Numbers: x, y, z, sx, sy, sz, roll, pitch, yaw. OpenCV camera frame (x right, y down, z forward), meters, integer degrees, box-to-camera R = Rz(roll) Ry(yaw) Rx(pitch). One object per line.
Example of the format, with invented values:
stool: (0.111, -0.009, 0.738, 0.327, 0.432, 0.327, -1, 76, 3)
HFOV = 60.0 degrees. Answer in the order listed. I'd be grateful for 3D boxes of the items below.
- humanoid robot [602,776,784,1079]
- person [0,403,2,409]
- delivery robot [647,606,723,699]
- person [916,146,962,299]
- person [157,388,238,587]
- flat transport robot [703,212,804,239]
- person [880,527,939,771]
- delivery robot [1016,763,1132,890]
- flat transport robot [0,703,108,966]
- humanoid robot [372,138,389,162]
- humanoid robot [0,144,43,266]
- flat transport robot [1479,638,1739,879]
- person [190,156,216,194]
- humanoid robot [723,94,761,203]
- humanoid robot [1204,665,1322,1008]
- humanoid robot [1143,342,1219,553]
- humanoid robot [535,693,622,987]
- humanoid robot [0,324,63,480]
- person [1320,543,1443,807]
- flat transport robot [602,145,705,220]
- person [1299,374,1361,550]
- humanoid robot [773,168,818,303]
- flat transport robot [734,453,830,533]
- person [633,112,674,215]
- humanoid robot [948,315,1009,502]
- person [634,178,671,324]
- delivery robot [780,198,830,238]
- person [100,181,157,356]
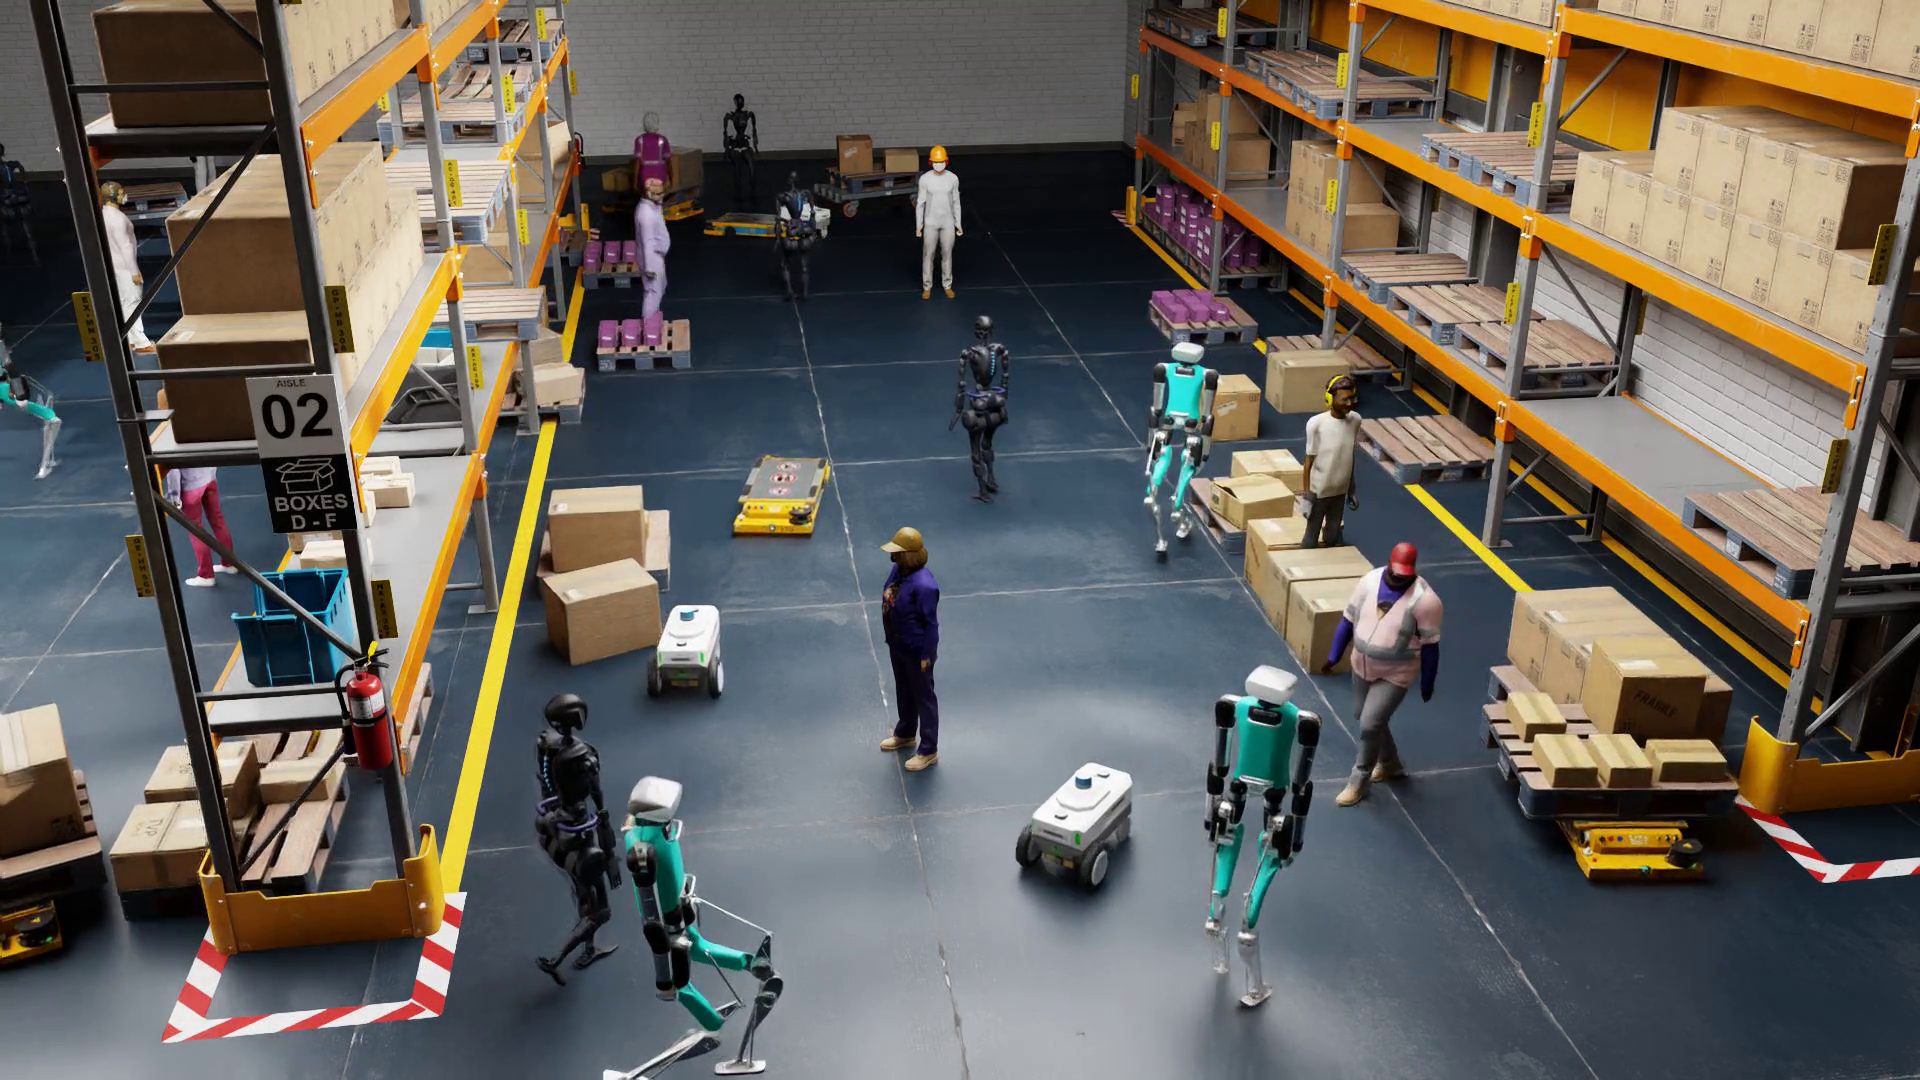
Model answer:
humanoid robot: (-1.193, 1.858, 7.615, 0.997, 1.748, 0.560, 0, 24, -1)
person: (-10.042, -2.230, 16.669, 0.495, 1.949, 0.425, -15, 28, -31)
delivery robot: (-1.891, 0.746, 11.604, 0.499, 0.579, 0.767, 0, 24, 0)
person: (-0.260, -3.929, 20.608, 0.581, 1.894, 0.372, -4, 24, -9)
person: (-5.961, -0.419, 12.946, 0.283, 1.628, 0.503, 7, 25, 15)
flat transport robot: (-2.912, -4.522, 23.981, 1.431, 0.231, 0.659, 6, 24, 13)
person: (-0.325, 0.671, 10.458, 0.339, 1.623, 0.466, -14, 27, -29)
delivery robot: (0.706, 1.600, 9.637, 0.499, 0.563, 0.738, 14, 27, 29)
flat transport robot: (-5.436, 1.937, 9.265, 0.659, 0.231, 1.431, -14, 27, -28)
humanoid robot: (-7.619, -4.548, 22.294, 0.405, 1.647, 0.596, 20, 31, 38)
humanoid robot: (-12.648, -4.479, 22.157, 0.718, 1.631, 0.583, 17, 29, 33)
flat transport robot: (3.904, 1.575, 10.090, 0.659, 0.231, 1.431, 0, 24, 0)
person: (-11.522, -5.931, 25.252, 0.430, 1.831, 0.634, 2, 24, 6)
humanoid robot: (-3.370, -6.041, 25.675, 0.610, 1.649, 0.369, -13, 27, -27)
humanoid robot: (1.421, 1.560, 8.306, 0.537, 1.792, 0.746, 10, 26, 22)
humanoid robot: (1.734, -0.681, 13.383, 0.554, 1.729, 1.003, 8, 25, 17)
humanoid robot: (-2.021, 1.524, 8.466, 0.599, 1.644, 0.491, 21, 31, 39)
humanoid robot: (-8.436, -1.397, 15.051, 0.580, 1.781, 0.847, 15, 28, 30)
person: (2.565, 0.782, 10.079, 0.585, 1.719, 0.609, -16, 28, -32)
flat transport robot: (-4.653, -5.055, 25.194, 1.431, 0.231, 0.659, 13, 27, 27)
person: (2.776, -0.345, 12.472, 0.515, 1.873, 0.327, -12, 26, -25)
humanoid robot: (-2.024, -3.750, 20.473, 0.590, 1.643, 0.458, -14, 28, -30)
flat transport robot: (-1.546, -0.413, 14.620, 0.659, 0.231, 1.431, 1, 24, 2)
person: (-4.318, -5.095, 23.397, 0.561, 1.791, 0.992, 1, 24, 3)
humanoid robot: (0.179, -1.155, 14.556, 0.595, 1.657, 0.335, -16, 28, -33)
person: (-3.501, -3.192, 18.944, 0.431, 1.886, 0.690, -3, 24, -7)
delivery robot: (-2.238, -4.587, 23.792, 0.782, 0.611, 0.505, 14, 27, 29)
person: (-9.269, -3.022, 18.488, 0.373, 1.940, 0.626, -20, 30, -37)
